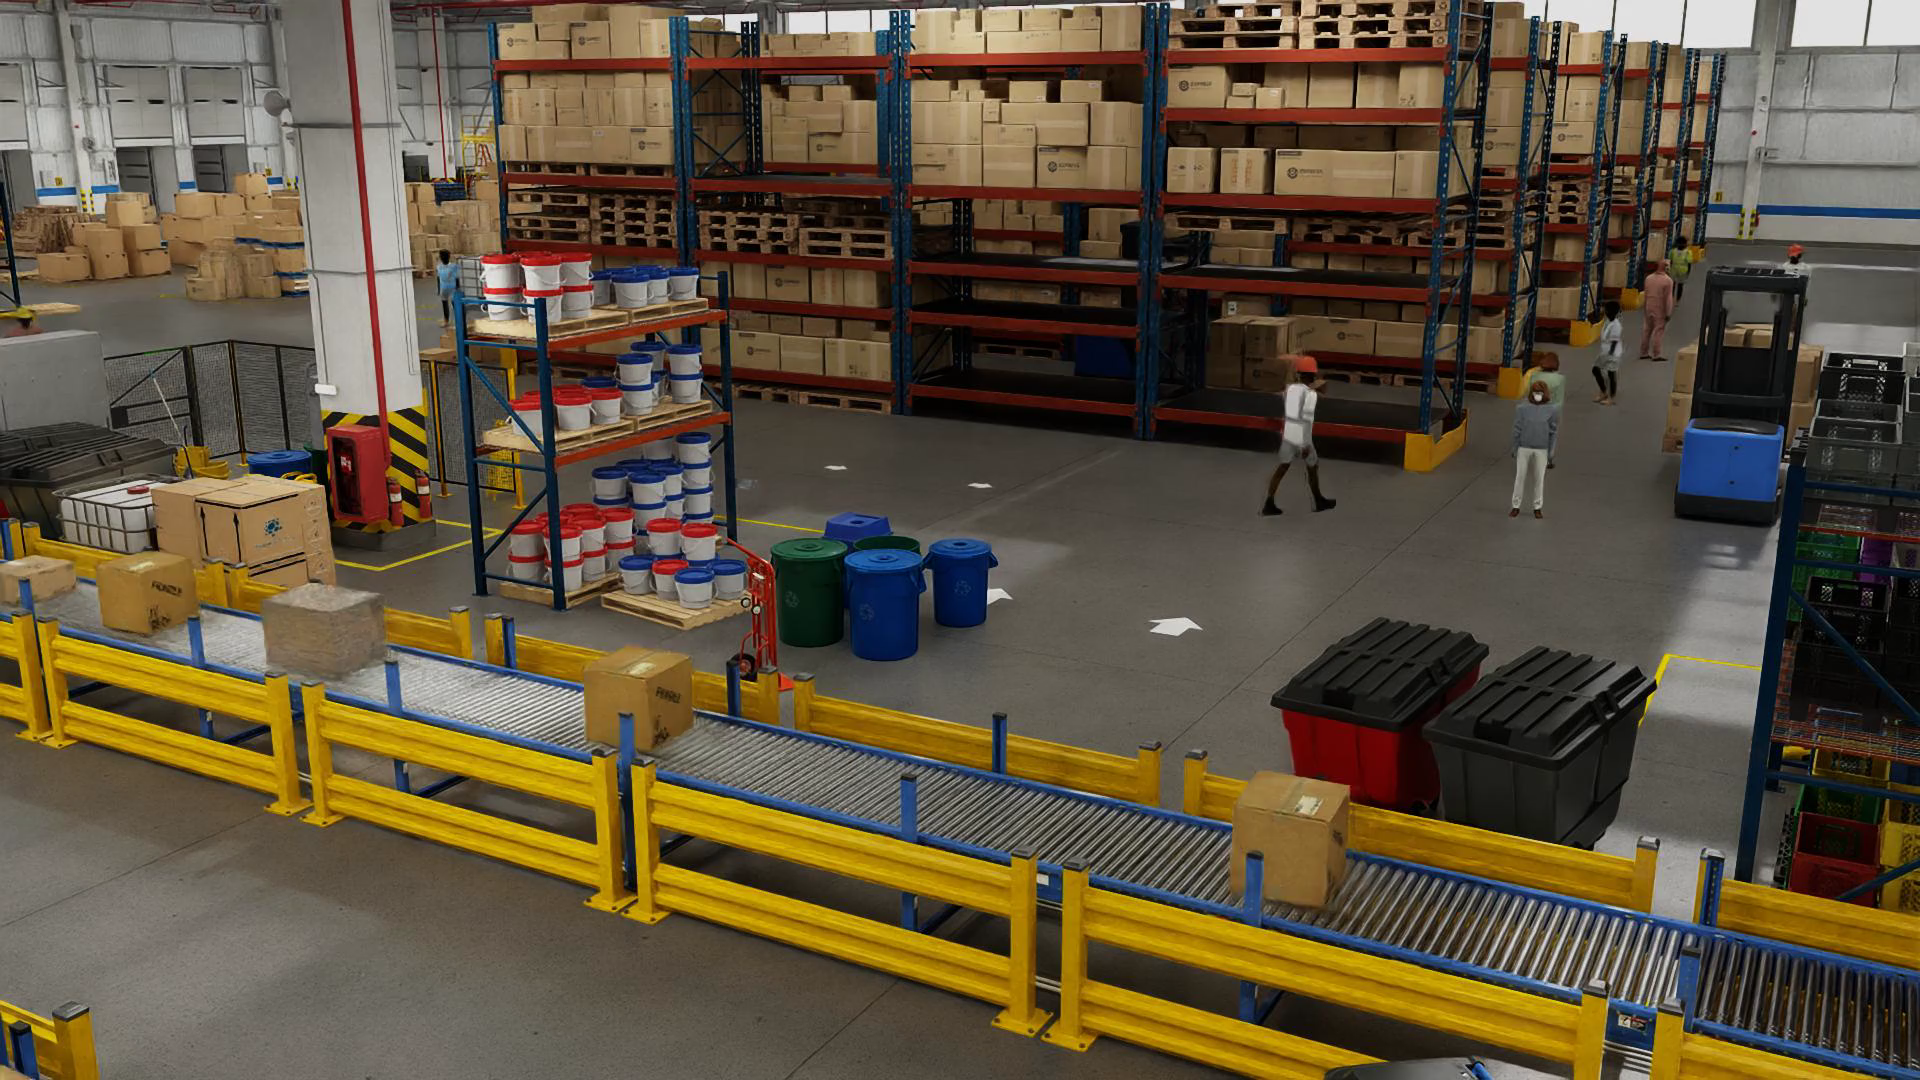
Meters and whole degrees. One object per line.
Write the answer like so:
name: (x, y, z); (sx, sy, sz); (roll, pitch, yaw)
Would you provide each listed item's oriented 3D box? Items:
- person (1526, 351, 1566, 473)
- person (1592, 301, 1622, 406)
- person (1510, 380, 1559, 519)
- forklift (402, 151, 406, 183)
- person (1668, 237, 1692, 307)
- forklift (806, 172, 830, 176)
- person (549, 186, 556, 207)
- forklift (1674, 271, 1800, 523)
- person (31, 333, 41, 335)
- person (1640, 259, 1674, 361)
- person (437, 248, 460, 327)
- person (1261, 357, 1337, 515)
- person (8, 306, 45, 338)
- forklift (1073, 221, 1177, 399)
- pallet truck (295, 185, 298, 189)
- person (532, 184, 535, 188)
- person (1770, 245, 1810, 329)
person: (7.650, -1.677, 21.846); (0.504, 1.610, 0.735); (13, 20, 40)
person: (10.364, -2.981, 26.590); (0.432, 1.682, 0.538); (-1, 15, -4)
person: (6.716, -1.062, 19.478); (0.499, 1.633, 0.286); (5, 16, 18)
forklift: (-21.717, -13.660, 64.452); (1.873, 2.768, 1.129); (1, 15, 2)
person: (16.843, -6.267, 39.003); (0.551, 1.644, 0.861); (8, 17, 28)
forklift: (-5.207, -12.861, 61.447); (1.129, 2.768, 1.873); (8, 17, 28)
person: (-13.860, -10.974, 56.198); (0.637, 1.921, 0.614); (10, 18, 34)
forklift: (9.269, -1.763, 19.726); (1.129, 2.768, 1.873); (8, 17, 27)
person: (-12.905, -2.103, 23.427); (0.523, 1.623, 0.483); (10, 18, 32)
person: (13.088, -4.301, 31.153); (0.400, 1.901, 0.642); (-7, 16, -24)
person: (-10.980, -5.401, 35.671); (0.540, 1.695, 0.317); (5, 16, 17)
person: (4.001, -1.218, 19.607); (1.012, 1.882, 0.567); (-8, 17, -28)
person: (-14.350, -2.750, 25.636); (0.537, 1.736, 0.856); (-11, 18, -35)
forklift: (2.944, -3.875, 27.666); (1.873, 2.768, 1.129); (8, 17, 28)
pallet truck: (-26.804, -14.617, 69.738); (1.885, 1.965, 0.823); (-14, 20, -42)
person: (-17.009, -13.484, 66.073); (0.530, 1.689, 0.321); (3, 15, 10)
person: (16.350, -4.804, 32.844); (0.634, 1.993, 1.037); (13, 20, 40)
